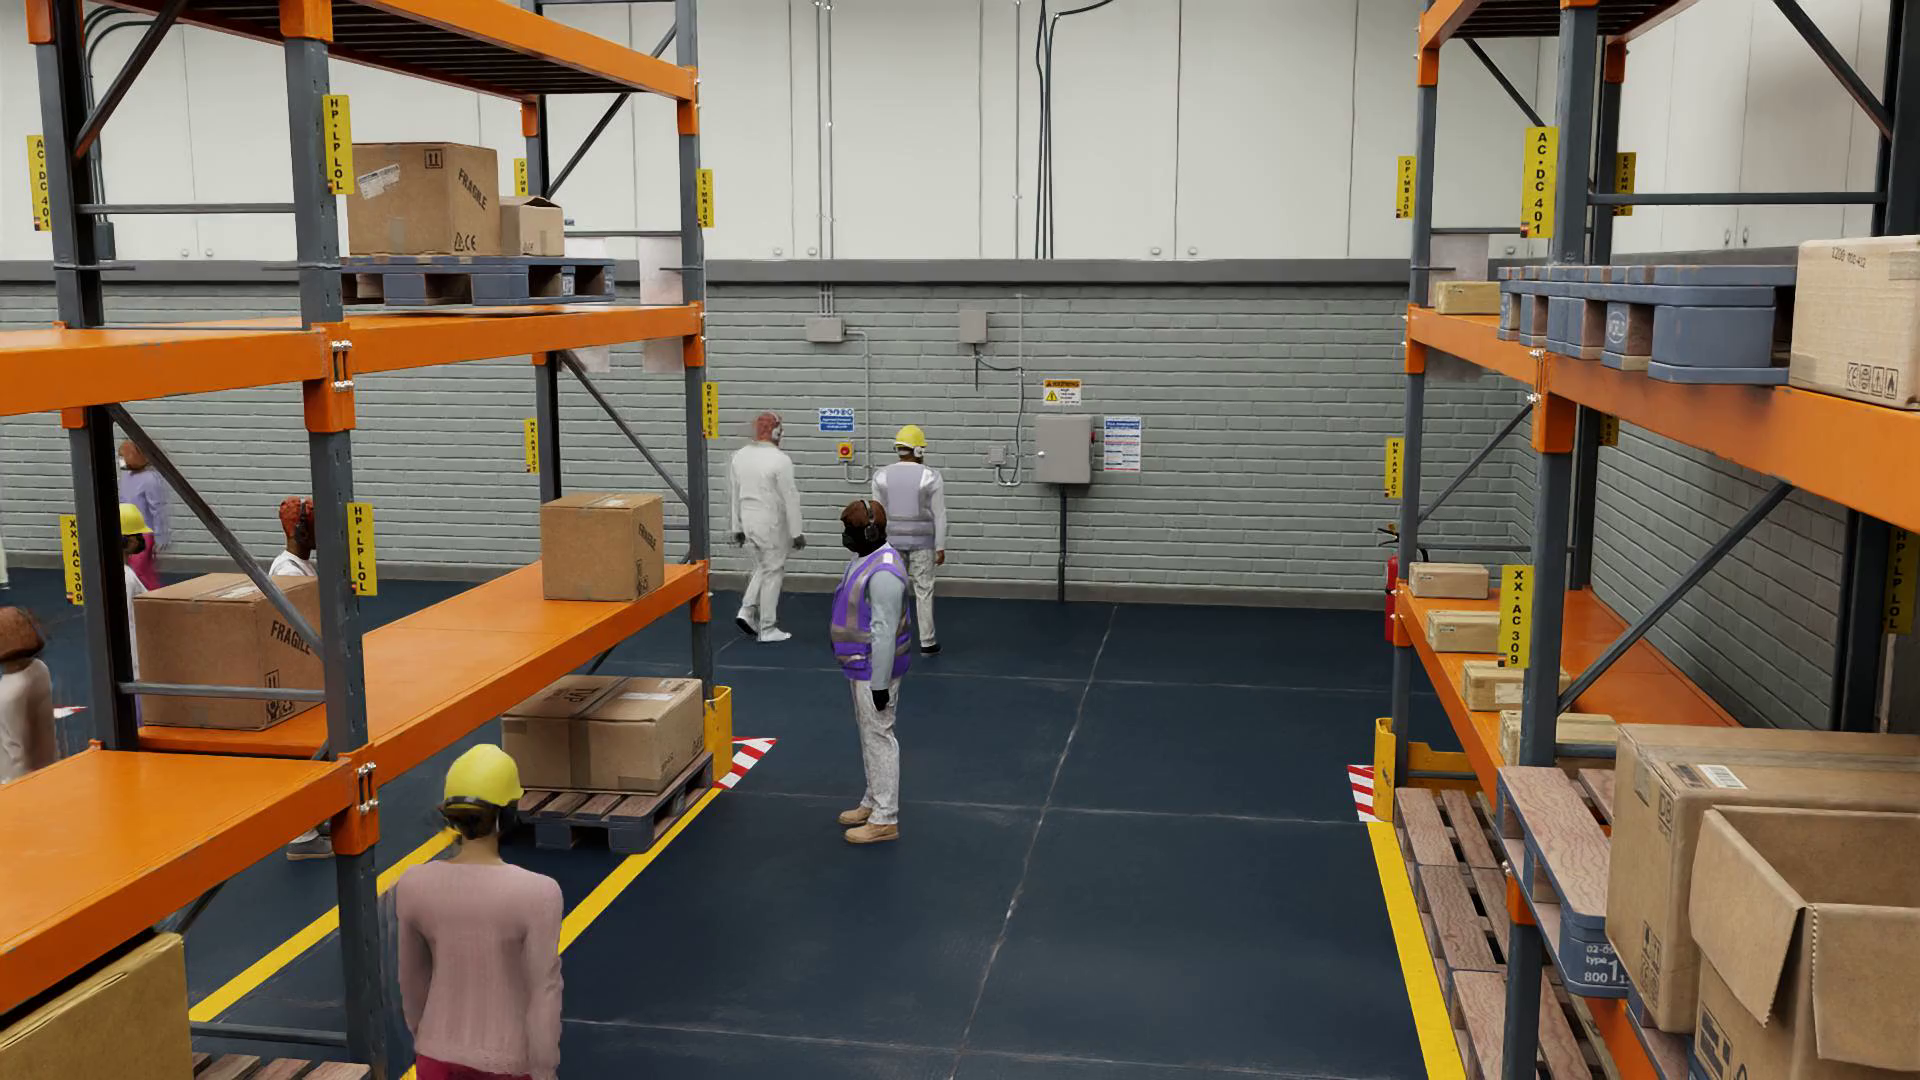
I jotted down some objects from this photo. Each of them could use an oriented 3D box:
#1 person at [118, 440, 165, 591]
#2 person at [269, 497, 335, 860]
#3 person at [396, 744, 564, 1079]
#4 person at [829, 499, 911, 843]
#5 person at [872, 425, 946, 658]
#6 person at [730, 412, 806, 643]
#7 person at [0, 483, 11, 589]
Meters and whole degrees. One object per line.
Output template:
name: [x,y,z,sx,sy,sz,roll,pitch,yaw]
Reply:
person: [-6.925,-0.035,14.030,0.510,1.619,0.449,8,12,41]
person: [-3.399,0.709,8.628,0.359,1.880,0.575,-3,10,-19]
person: [-1.352,1.430,4.678,0.531,1.716,0.923,1,9,9]
person: [-0.478,0.691,8.891,0.429,1.837,0.628,-2,9,-11]
person: [-0.392,0.013,13.066,0.593,1.828,0.403,2,9,14]
person: [-1.550,-0.095,13.558,0.419,1.887,0.637,-9,13,-44]
person: [-9.280,-0.359,15.636,0.352,1.742,0.576,3,10,17]
